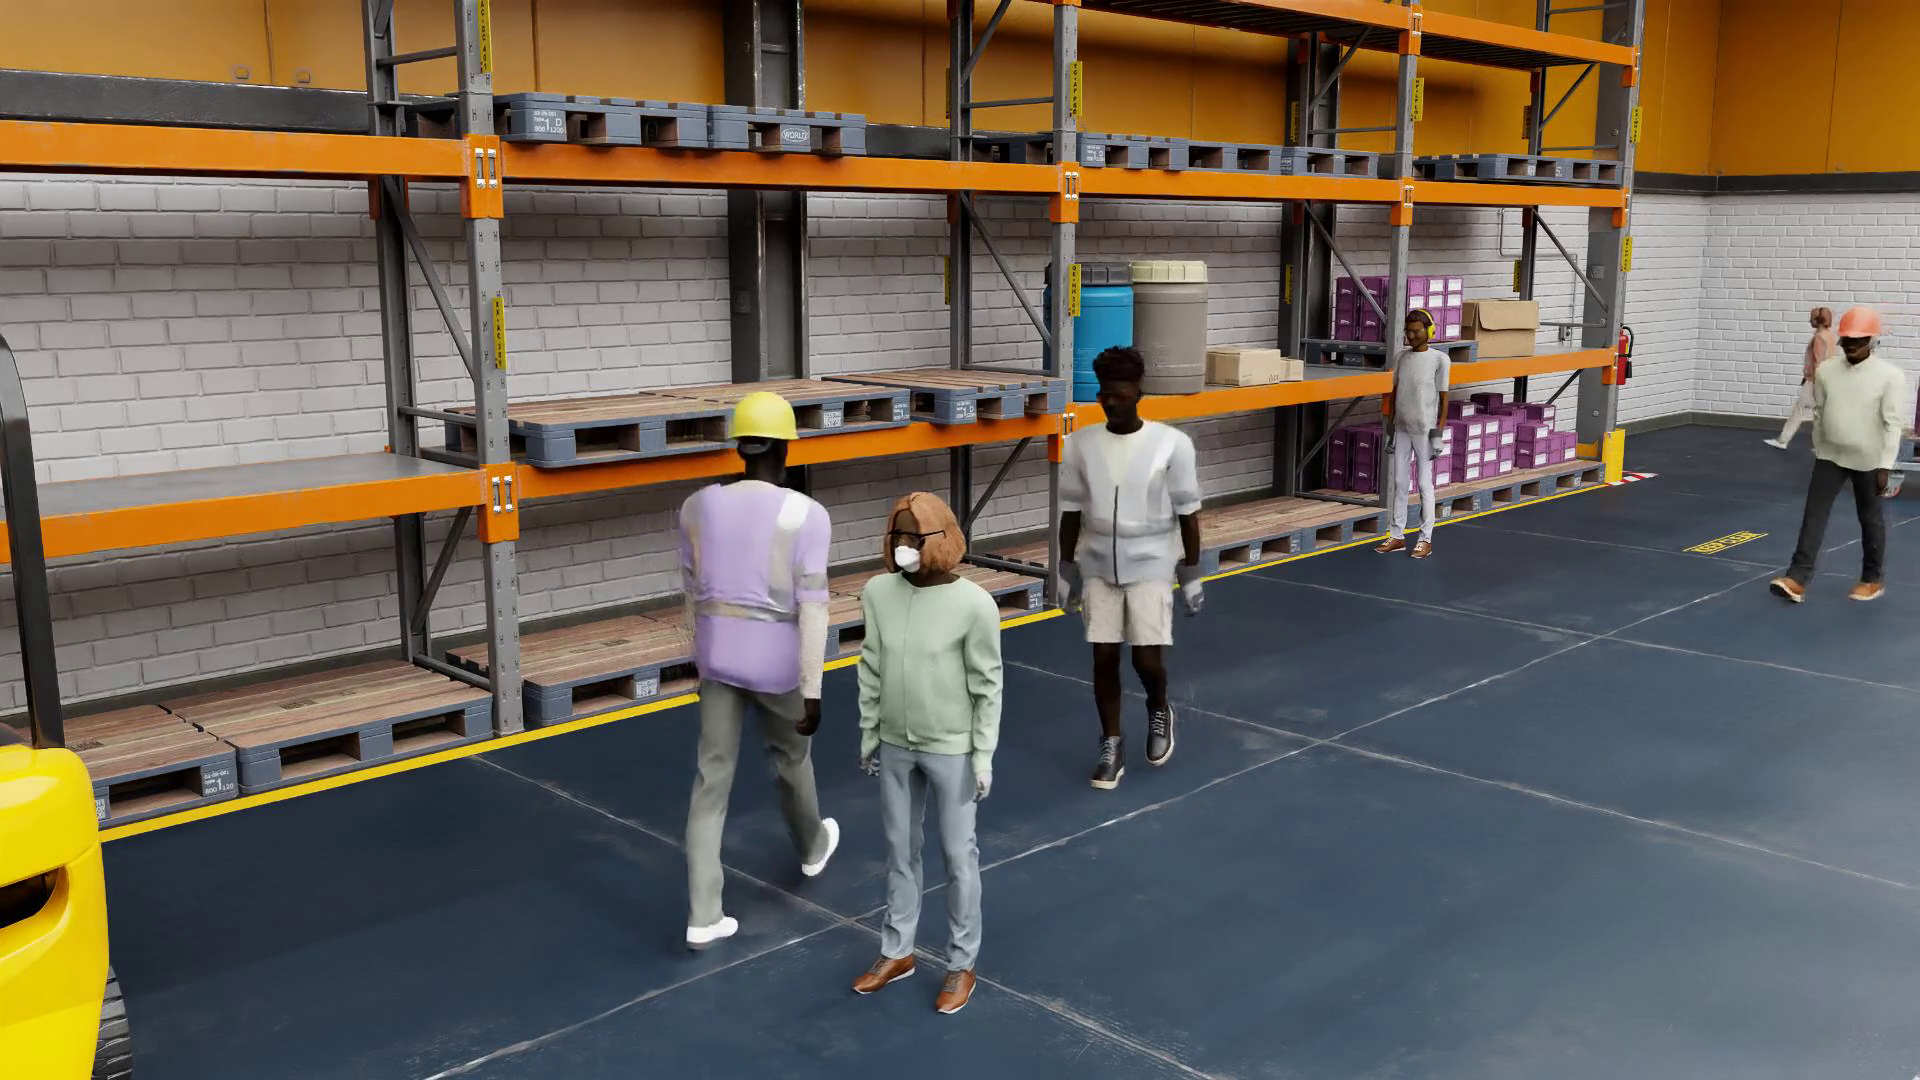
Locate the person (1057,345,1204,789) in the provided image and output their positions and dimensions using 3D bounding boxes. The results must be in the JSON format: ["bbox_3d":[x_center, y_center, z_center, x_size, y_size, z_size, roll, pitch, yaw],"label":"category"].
[{"bbox_3d":[0.739,0.124,7.225,0.664,1.943,0.515,4,11,23],"label":"person"}]

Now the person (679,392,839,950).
[{"bbox_3d":[-0.707,0.423,5.831,0.590,1.861,1.025,3,11,17],"label":"person"}]

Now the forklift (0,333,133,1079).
[{"bbox_3d":[-3.289,0.485,4.582,1.214,2.155,2.313,-10,14,-44],"label":"forklift"}]

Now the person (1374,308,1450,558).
[{"bbox_3d":[3.405,-0.800,12.495,0.328,1.865,0.508,-9,14,-42],"label":"person"}]

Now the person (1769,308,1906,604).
[{"bbox_3d":[5.765,-0.527,10.809,1.032,1.933,0.624,-8,13,-36],"label":"person"}]

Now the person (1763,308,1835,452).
[{"bbox_3d":[9.441,-1.774,18.520,0.732,1.608,0.520,10,14,42],"label":"person"}]

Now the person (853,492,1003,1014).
[{"bbox_3d":[-0.104,0.655,5.181,0.501,1.633,0.285,6,12,31],"label":"person"}]
